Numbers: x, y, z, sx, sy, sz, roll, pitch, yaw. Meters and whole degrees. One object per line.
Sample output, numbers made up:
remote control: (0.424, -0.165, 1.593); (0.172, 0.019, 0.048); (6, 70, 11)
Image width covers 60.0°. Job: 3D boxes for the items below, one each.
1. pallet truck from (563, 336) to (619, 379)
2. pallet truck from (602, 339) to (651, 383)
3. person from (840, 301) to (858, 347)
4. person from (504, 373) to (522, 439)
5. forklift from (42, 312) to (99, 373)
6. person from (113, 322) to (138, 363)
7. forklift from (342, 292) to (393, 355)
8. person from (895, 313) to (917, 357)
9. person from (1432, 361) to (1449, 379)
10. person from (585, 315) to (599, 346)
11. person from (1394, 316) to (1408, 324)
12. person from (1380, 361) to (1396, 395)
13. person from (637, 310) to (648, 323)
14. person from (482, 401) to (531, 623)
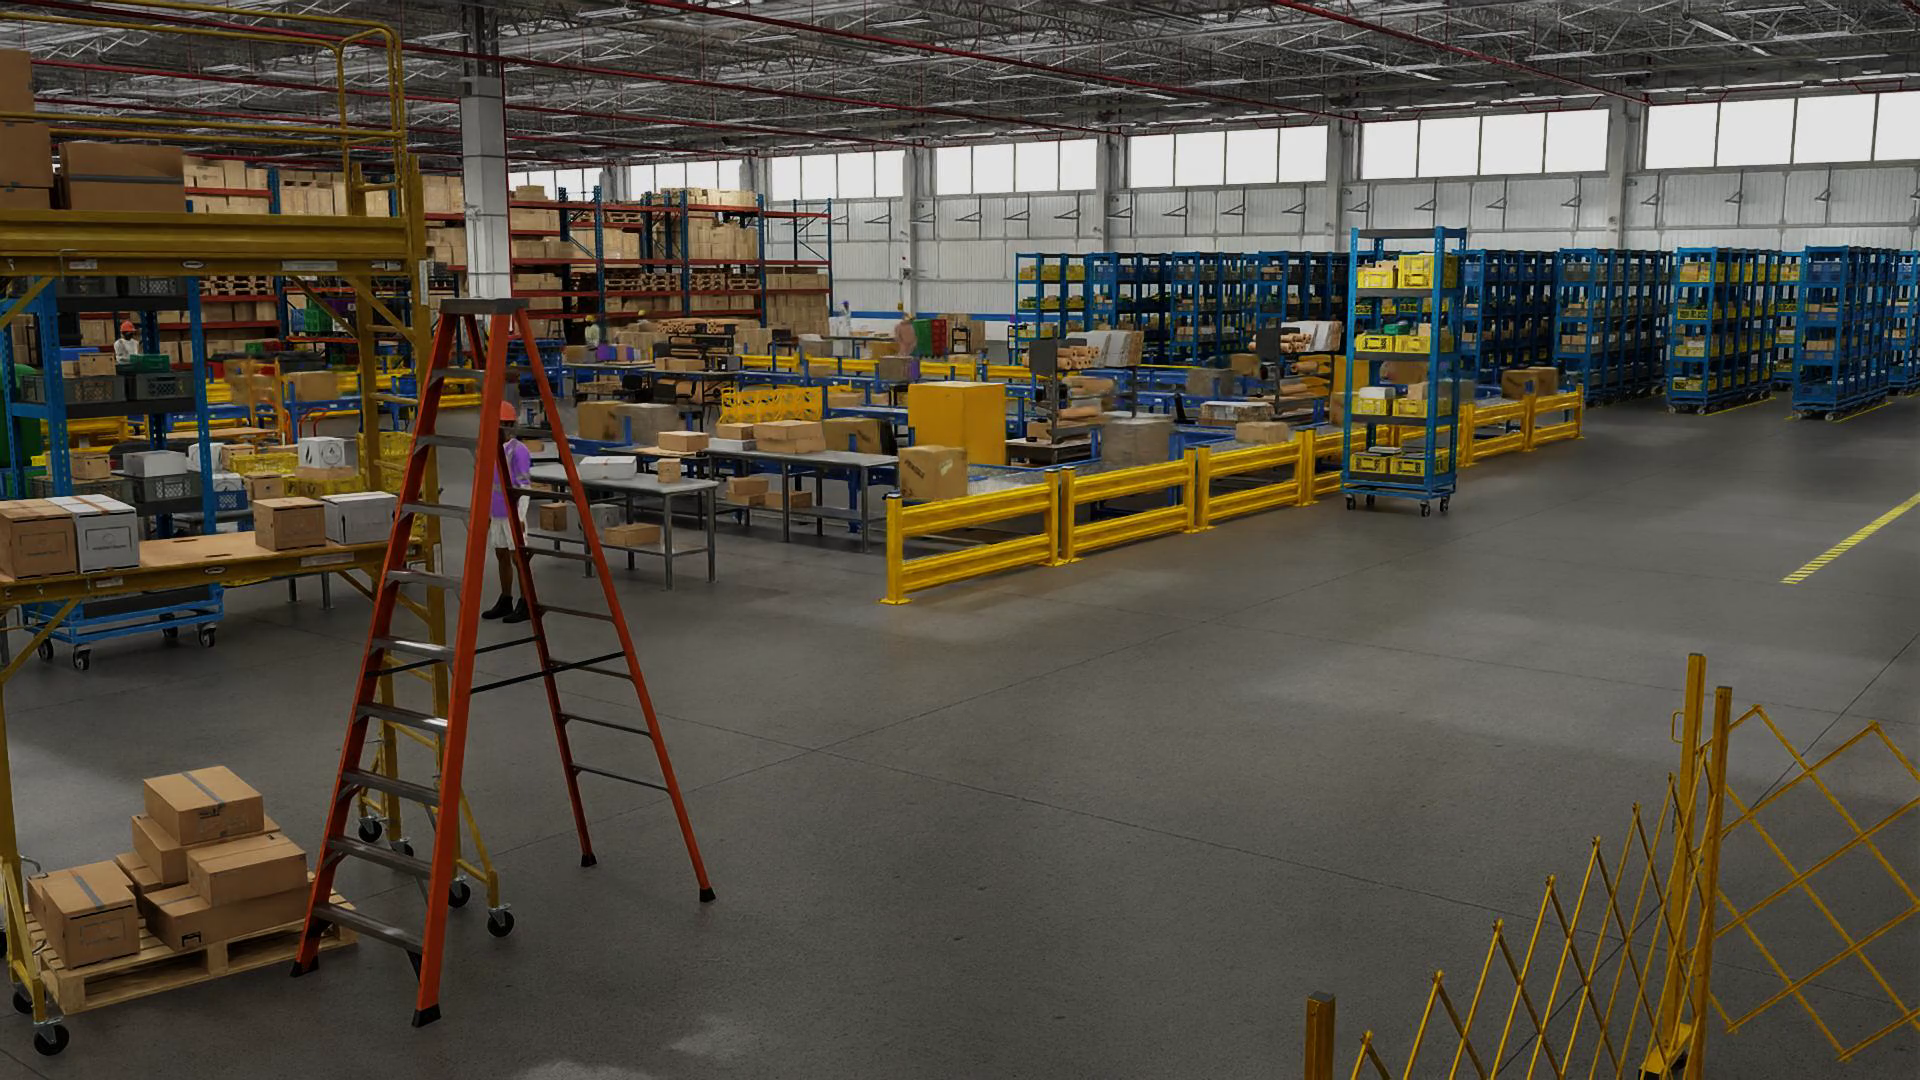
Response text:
pallet truck: (-10.690, -5.294, 48.215); (1.601, 1.201, 0.680); (-5, 10, -26)
pallet truck: (-8.991, -4.871, 45.351); (0.653, 1.274, 1.630); (7, 11, 37)
person: (-4.635, -8.943, 68.892); (0.934, 1.897, 0.623); (9, 13, 44)
person: (-6.980, -1.885, 25.744); (0.640, 1.615, 0.503); (-4, 10, -26)
forklift: (-23.779, -5.451, 44.052); (1.873, 2.768, 1.129); (7, 11, 36)
person: (-17.176, -3.491, 34.420); (0.379, 2.045, 0.605); (2, 9, 15)
forklift: (-16.485, -5.622, 45.120); (1.129, 2.768, 1.873); (7, 11, 37)
person: (-1.503, -5.591, 47.999); (0.671, 1.887, 0.659); (-7, 11, -37)
person: (10.612, -3.771, 36.881); (0.573, 1.823, 0.826); (-7, 12, -39)
person: (-11.156, -5.981, 50.777); (0.588, 1.799, 0.888); (6, 11, 32)
person: (12.745, -5.571, 47.613); (0.793, 1.996, 0.425); (4, 10, 22)
person: (9.429, -3.642, 36.365); (0.540, 1.714, 0.904); (-8, 12, -40)
person: (-11.237, -7.310, 59.153); (0.533, 1.751, 0.487); (7, 12, 39)
person: (-3.963, -0.247, 14.492); (0.548, 1.942, 0.348); (7, 12, 39)
